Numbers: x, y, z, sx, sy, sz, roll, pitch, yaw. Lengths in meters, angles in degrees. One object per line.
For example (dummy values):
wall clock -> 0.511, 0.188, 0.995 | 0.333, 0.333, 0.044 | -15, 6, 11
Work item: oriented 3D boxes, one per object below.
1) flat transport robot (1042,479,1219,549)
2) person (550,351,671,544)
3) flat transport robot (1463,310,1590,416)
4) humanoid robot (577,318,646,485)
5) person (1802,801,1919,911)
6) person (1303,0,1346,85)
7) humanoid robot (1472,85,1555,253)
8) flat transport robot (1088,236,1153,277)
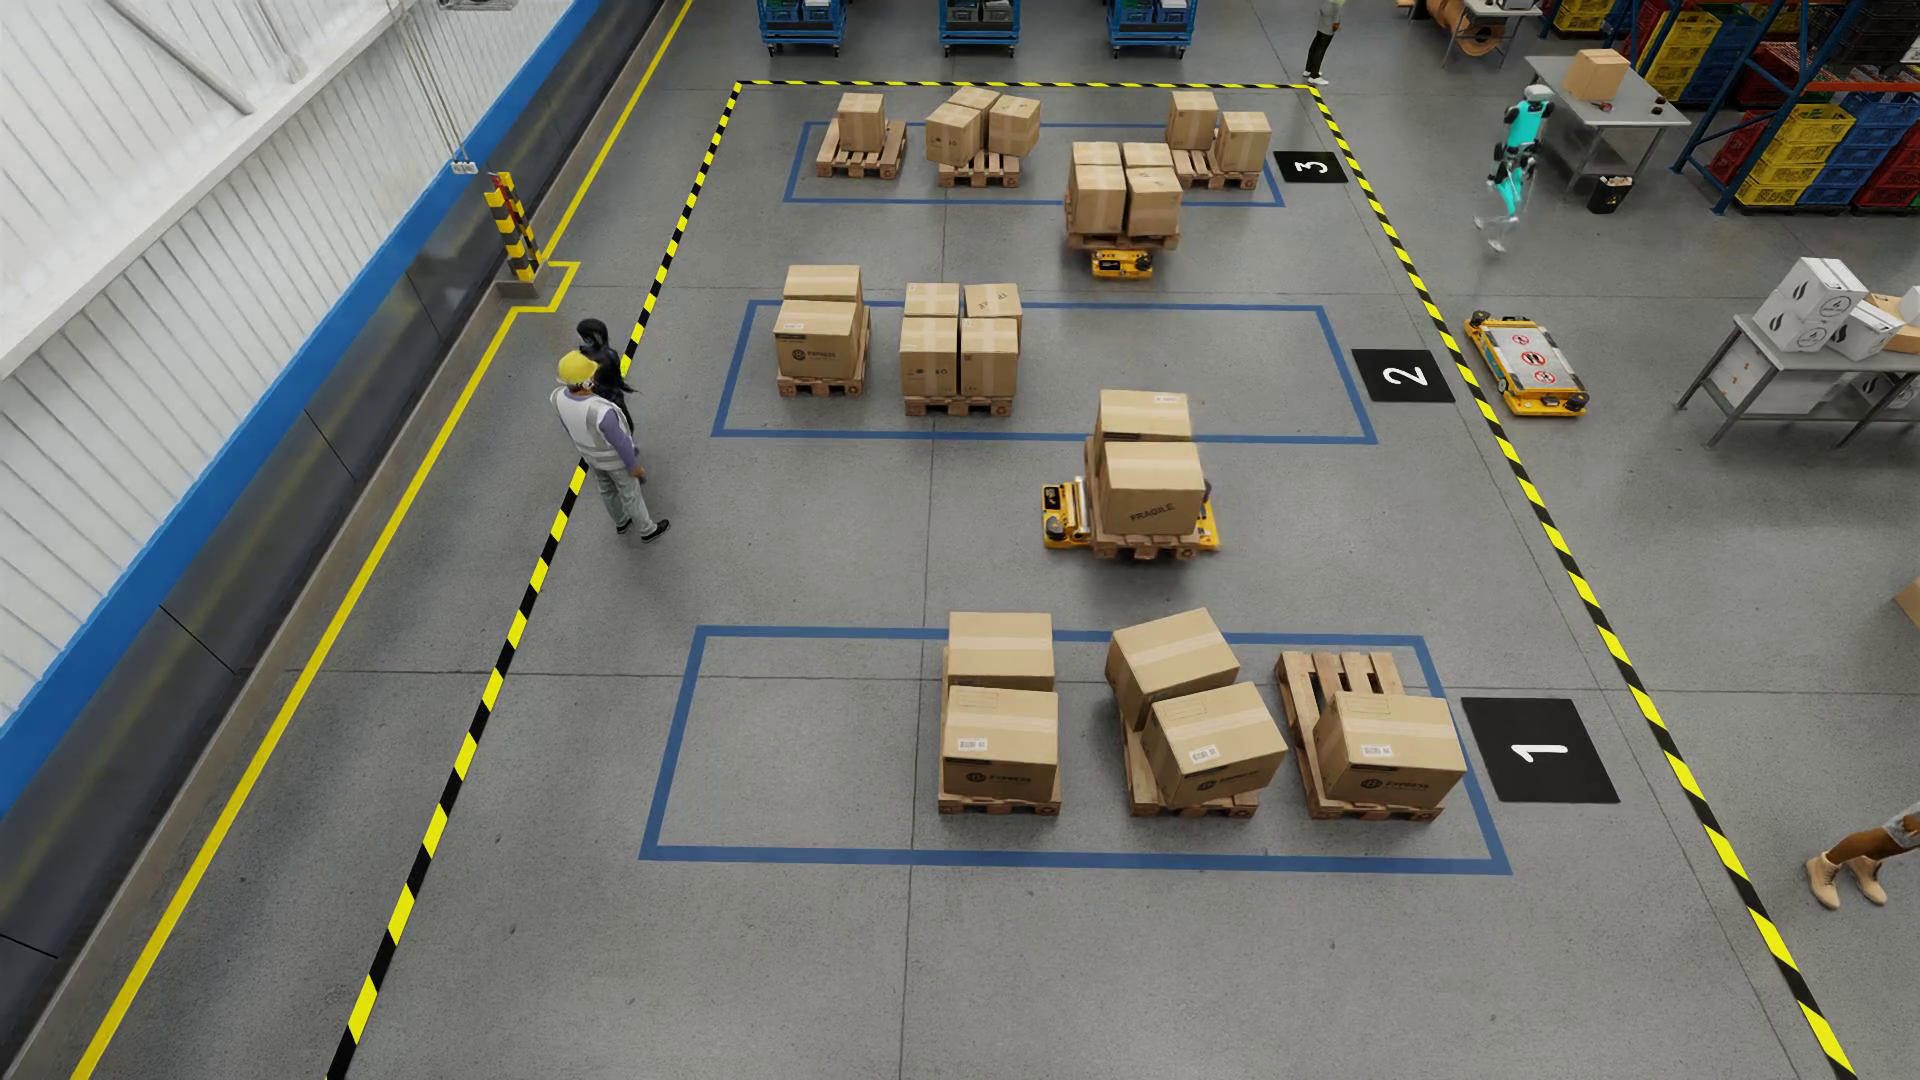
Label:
flat transport robot -> 1.421, -0.237, 7.720 | 1.431, 0.197, 0.652 | 1, 49, 1
person -> -2.714, -0.688, 7.093 | 0.585, 1.834, 0.404 | 22, 53, 18
flat transport robot -> 5.573, -1.757, 9.054 | 0.659, 0.231, 1.431 | 1, 49, 1
humanoid robot -> -2.906, -1.148, 7.592 | 0.384, 1.643, 0.600 | -8, 50, -6
person -> 5.602, 1.520, 5.045 | 0.607, 2.044, 0.392 | -1, 49, -1
person -> 5.263, -7.441, 12.927 | 0.371, 1.852, 0.588 | 0, 49, 0
humanoid robot -> 6.067, -3.936, 9.950 | 0.546, 1.717, 0.963 | -10, 50, -9
flat transport robot -> 1.812, -3.517, 10.559 | 0.652, 0.197, 1.431 | 1, 49, 1
